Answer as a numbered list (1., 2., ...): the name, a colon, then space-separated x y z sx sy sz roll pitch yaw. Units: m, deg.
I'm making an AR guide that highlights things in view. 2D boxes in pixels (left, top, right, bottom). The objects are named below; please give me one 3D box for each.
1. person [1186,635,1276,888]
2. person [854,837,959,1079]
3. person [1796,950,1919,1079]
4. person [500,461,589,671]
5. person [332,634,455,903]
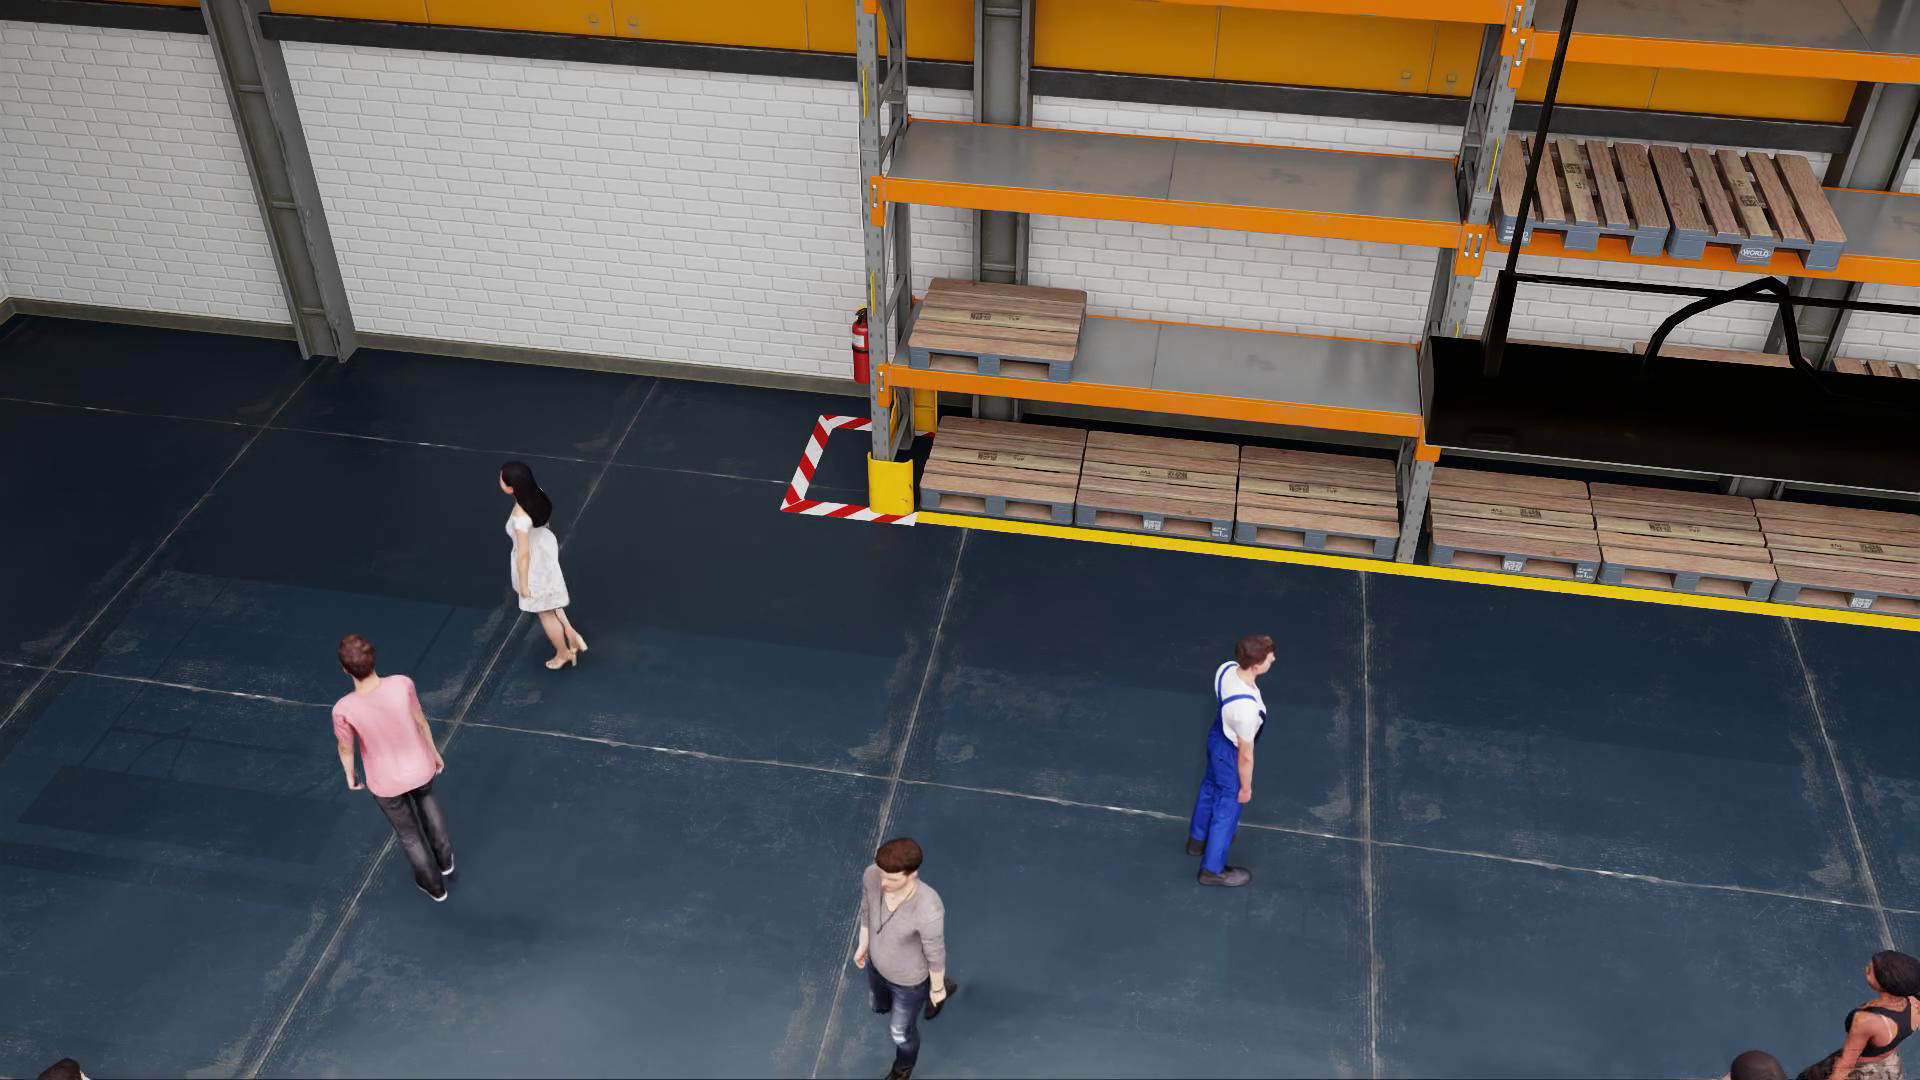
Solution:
1. person: 1.557 1.256 9.626 0.666 1.848 0.687 -6 39 -8
2. person: -0.245 2.120 8.512 1.072 1.887 1.057 -32 48 -33
3. person: 4.376 2.674 8.012 1.155 1.647 1.039 -11 40 -14
4. person: -2.701 0.202 11.016 0.740 1.761 0.669 3 39 4
5. person: -3.136 1.366 9.409 0.785 1.947 0.833 -27 46 -30
